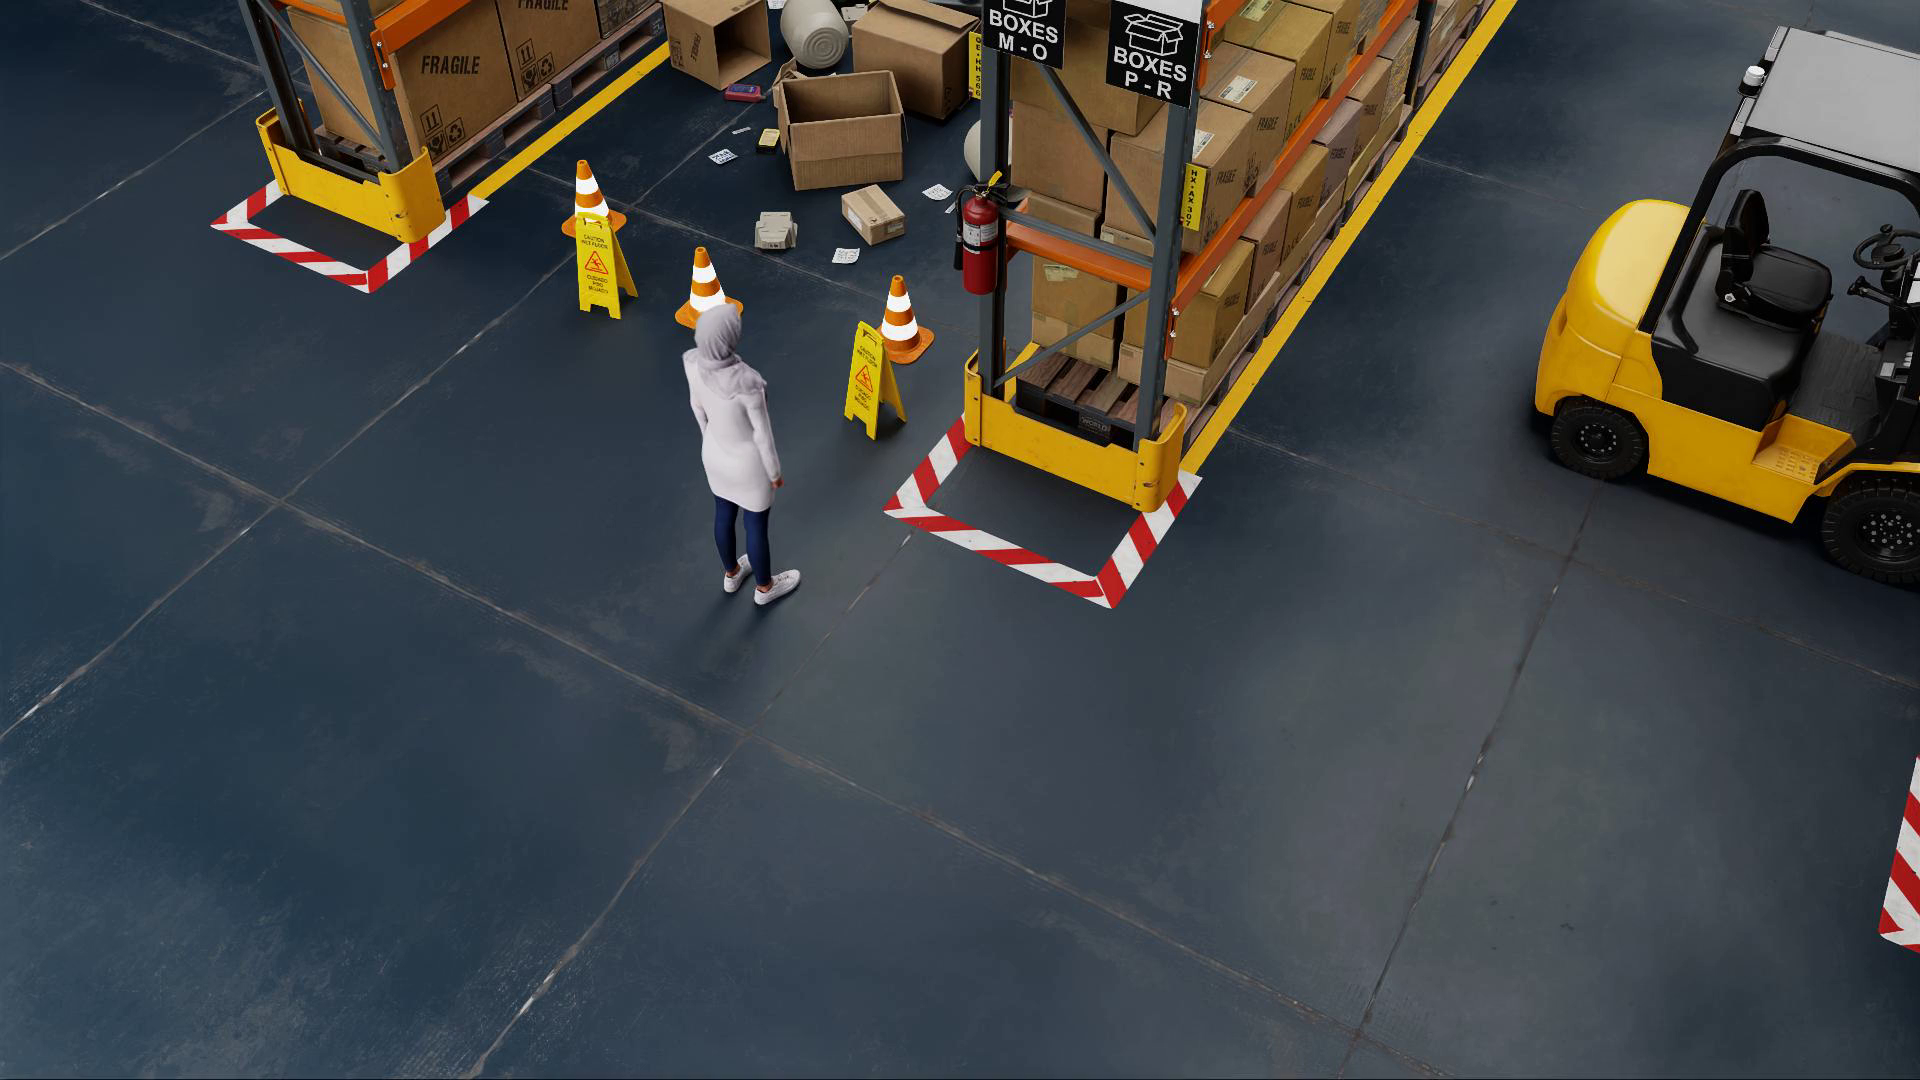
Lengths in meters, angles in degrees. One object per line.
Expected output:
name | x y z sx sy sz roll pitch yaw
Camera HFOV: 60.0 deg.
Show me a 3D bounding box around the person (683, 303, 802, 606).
person | -1.036 -0.373 7.706 0.619 1.776 0.537 27 53 22
